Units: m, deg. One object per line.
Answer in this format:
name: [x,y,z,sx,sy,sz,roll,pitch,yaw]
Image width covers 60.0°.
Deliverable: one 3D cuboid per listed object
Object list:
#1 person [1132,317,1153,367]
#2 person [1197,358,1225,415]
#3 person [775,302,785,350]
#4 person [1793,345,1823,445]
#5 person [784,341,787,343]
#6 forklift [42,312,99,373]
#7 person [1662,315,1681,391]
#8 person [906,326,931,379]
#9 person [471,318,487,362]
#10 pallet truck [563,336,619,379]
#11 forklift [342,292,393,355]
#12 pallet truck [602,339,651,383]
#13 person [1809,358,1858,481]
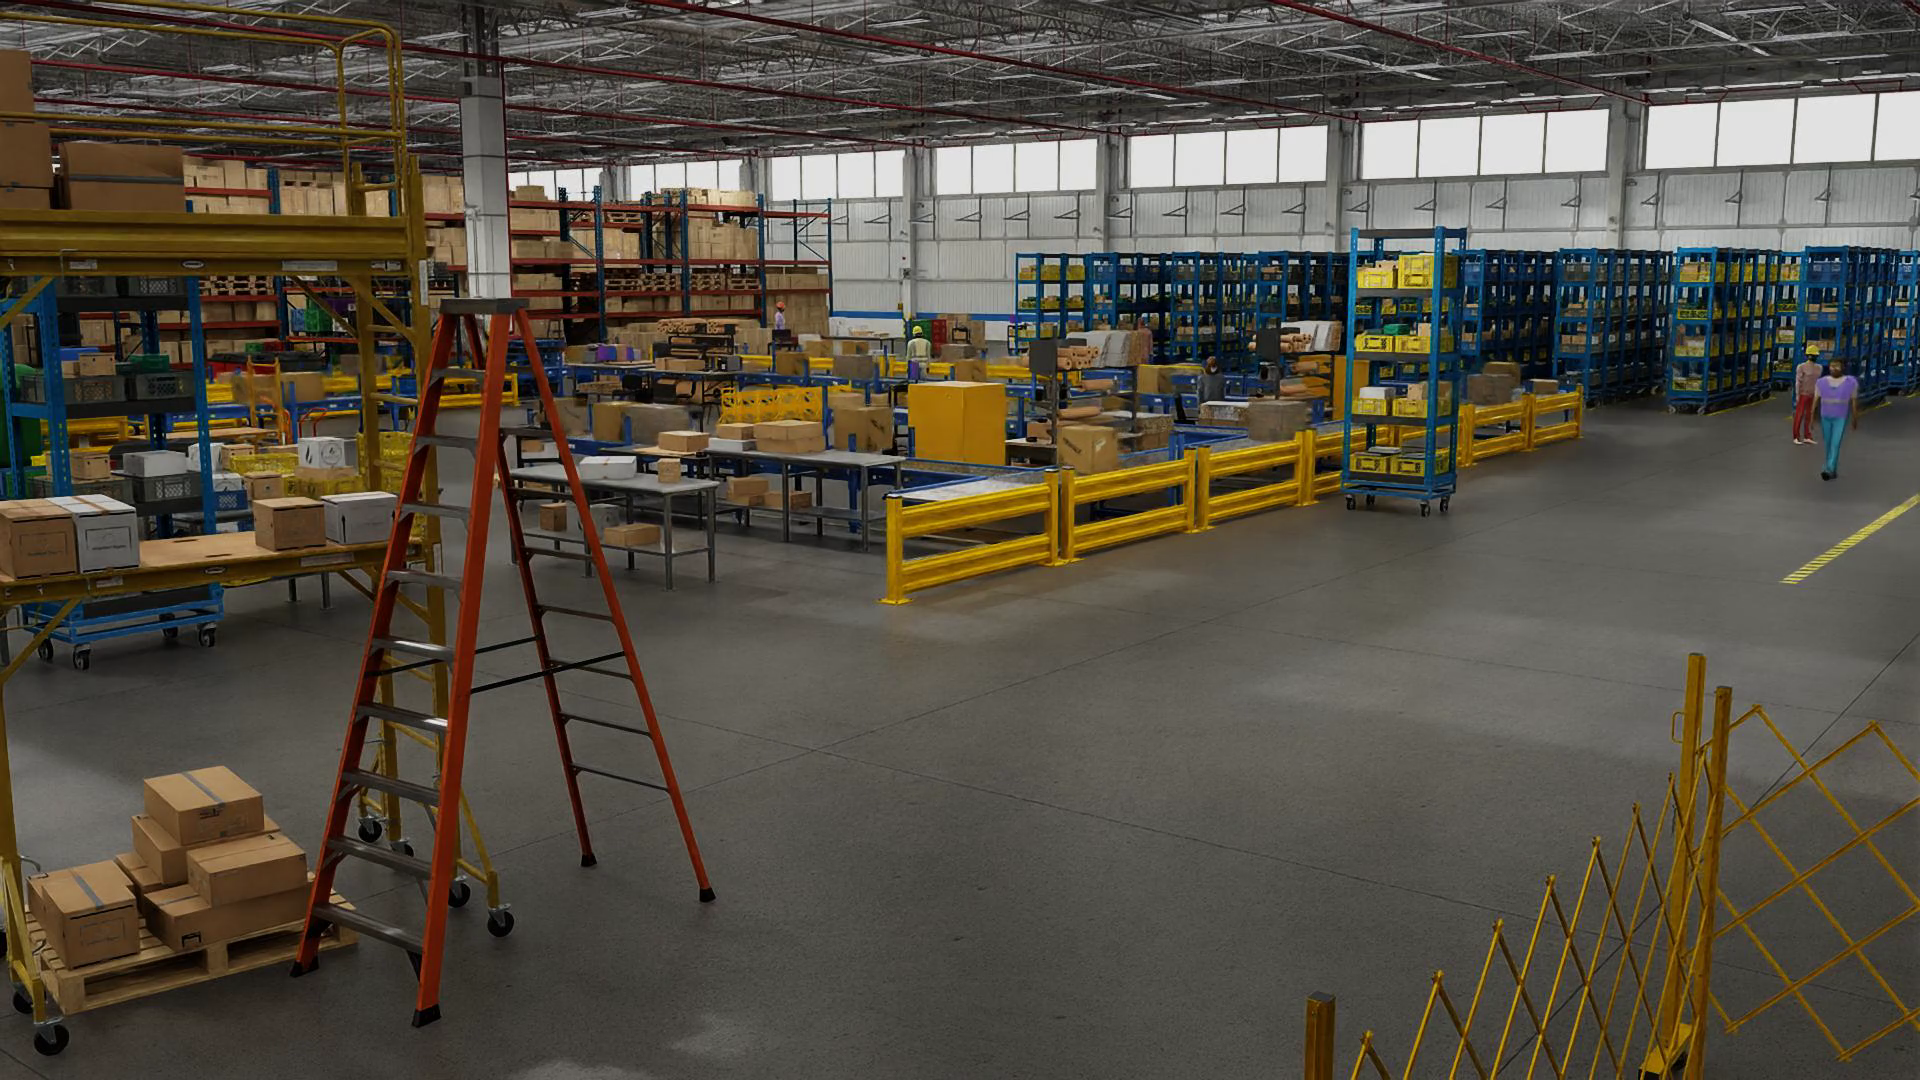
person: [4.675,-4.815,43.118,0.645,1.907,0.400,0,9,2]
person: [4.199,-2.229,27.825,0.498,1.633,0.284,-2,9,-13]
person: [-6.249,-7.272,58.021,0.381,2.045,0.605,1,9,7]
person: [15.096,-2.577,29.585,0.525,1.769,0.310,-2,9,-14]
person: [-7.835,-9.304,71.185,1.002,1.907,0.597,7,11,36]
forklift: [-23.779,-5.451,44.052,1.873,2.768,1.129,7,11,36]
person: [18.407,-4.816,42.905,0.504,1.981,0.628,7,11,37]
person: [-0.970,-4.048,38.579,0.591,1.826,0.403,-4,10,-25]
person: [-12.367,-4.757,42.826,0.427,1.893,0.645,-2,9,-11]
pallet truck: [-10.690,-5.294,48.215,1.601,1.201,0.680,-5,10,-26]
forklift: [-16.485,-5.622,45.120,1.129,2.768,1.873,7,11,37]
pallet truck: [-8.991,-4.871,45.351,0.653,1.274,1.630,7,11,37]
person: [12.771,-1.761,24.364,0.595,1.795,0.971,9,12,43]
